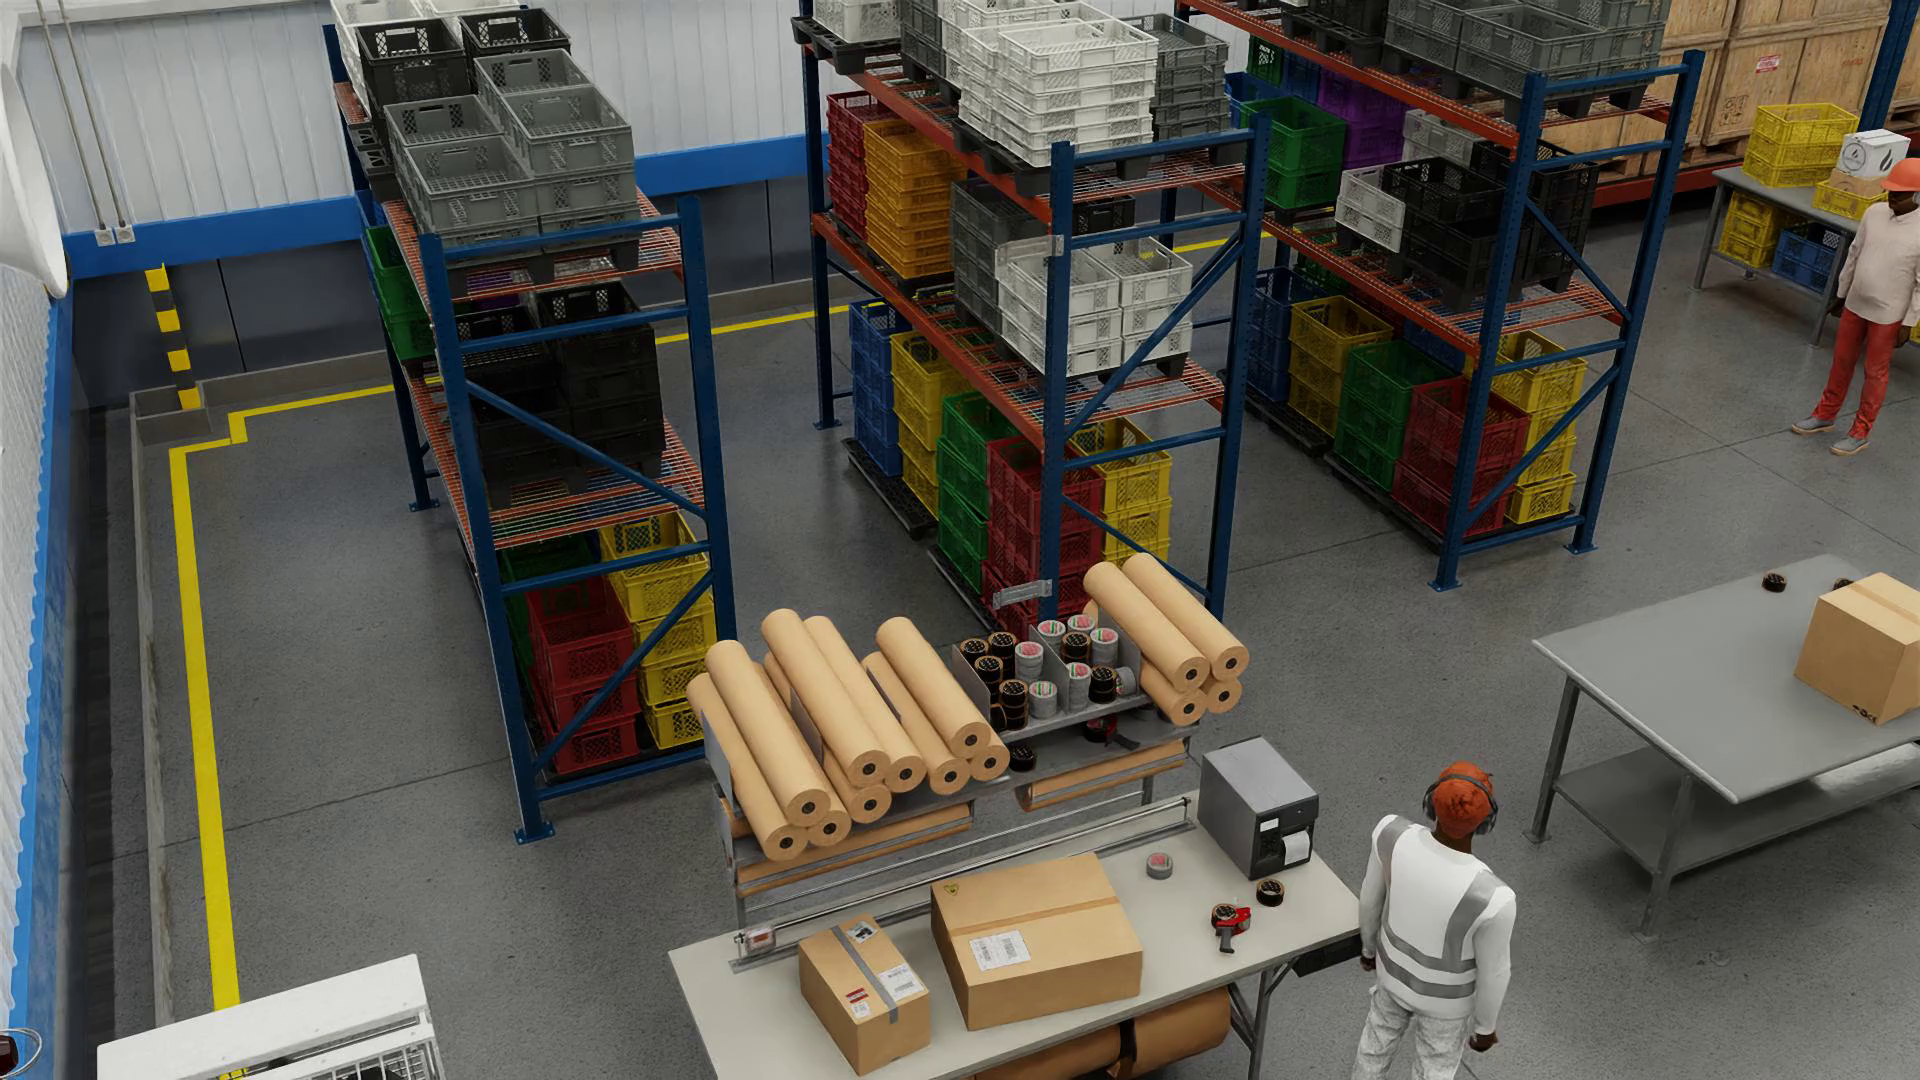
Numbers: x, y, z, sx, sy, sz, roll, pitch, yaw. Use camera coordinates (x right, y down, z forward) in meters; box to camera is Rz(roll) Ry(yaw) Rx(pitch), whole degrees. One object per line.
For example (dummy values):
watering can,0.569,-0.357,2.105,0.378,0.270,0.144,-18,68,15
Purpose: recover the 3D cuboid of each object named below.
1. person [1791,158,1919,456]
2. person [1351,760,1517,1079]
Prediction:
person,5.916,-1.505,10.770,0.395,1.992,0.620,-12,34,-19
person,1.661,1.560,5.896,0.352,1.883,0.580,-24,39,-34
